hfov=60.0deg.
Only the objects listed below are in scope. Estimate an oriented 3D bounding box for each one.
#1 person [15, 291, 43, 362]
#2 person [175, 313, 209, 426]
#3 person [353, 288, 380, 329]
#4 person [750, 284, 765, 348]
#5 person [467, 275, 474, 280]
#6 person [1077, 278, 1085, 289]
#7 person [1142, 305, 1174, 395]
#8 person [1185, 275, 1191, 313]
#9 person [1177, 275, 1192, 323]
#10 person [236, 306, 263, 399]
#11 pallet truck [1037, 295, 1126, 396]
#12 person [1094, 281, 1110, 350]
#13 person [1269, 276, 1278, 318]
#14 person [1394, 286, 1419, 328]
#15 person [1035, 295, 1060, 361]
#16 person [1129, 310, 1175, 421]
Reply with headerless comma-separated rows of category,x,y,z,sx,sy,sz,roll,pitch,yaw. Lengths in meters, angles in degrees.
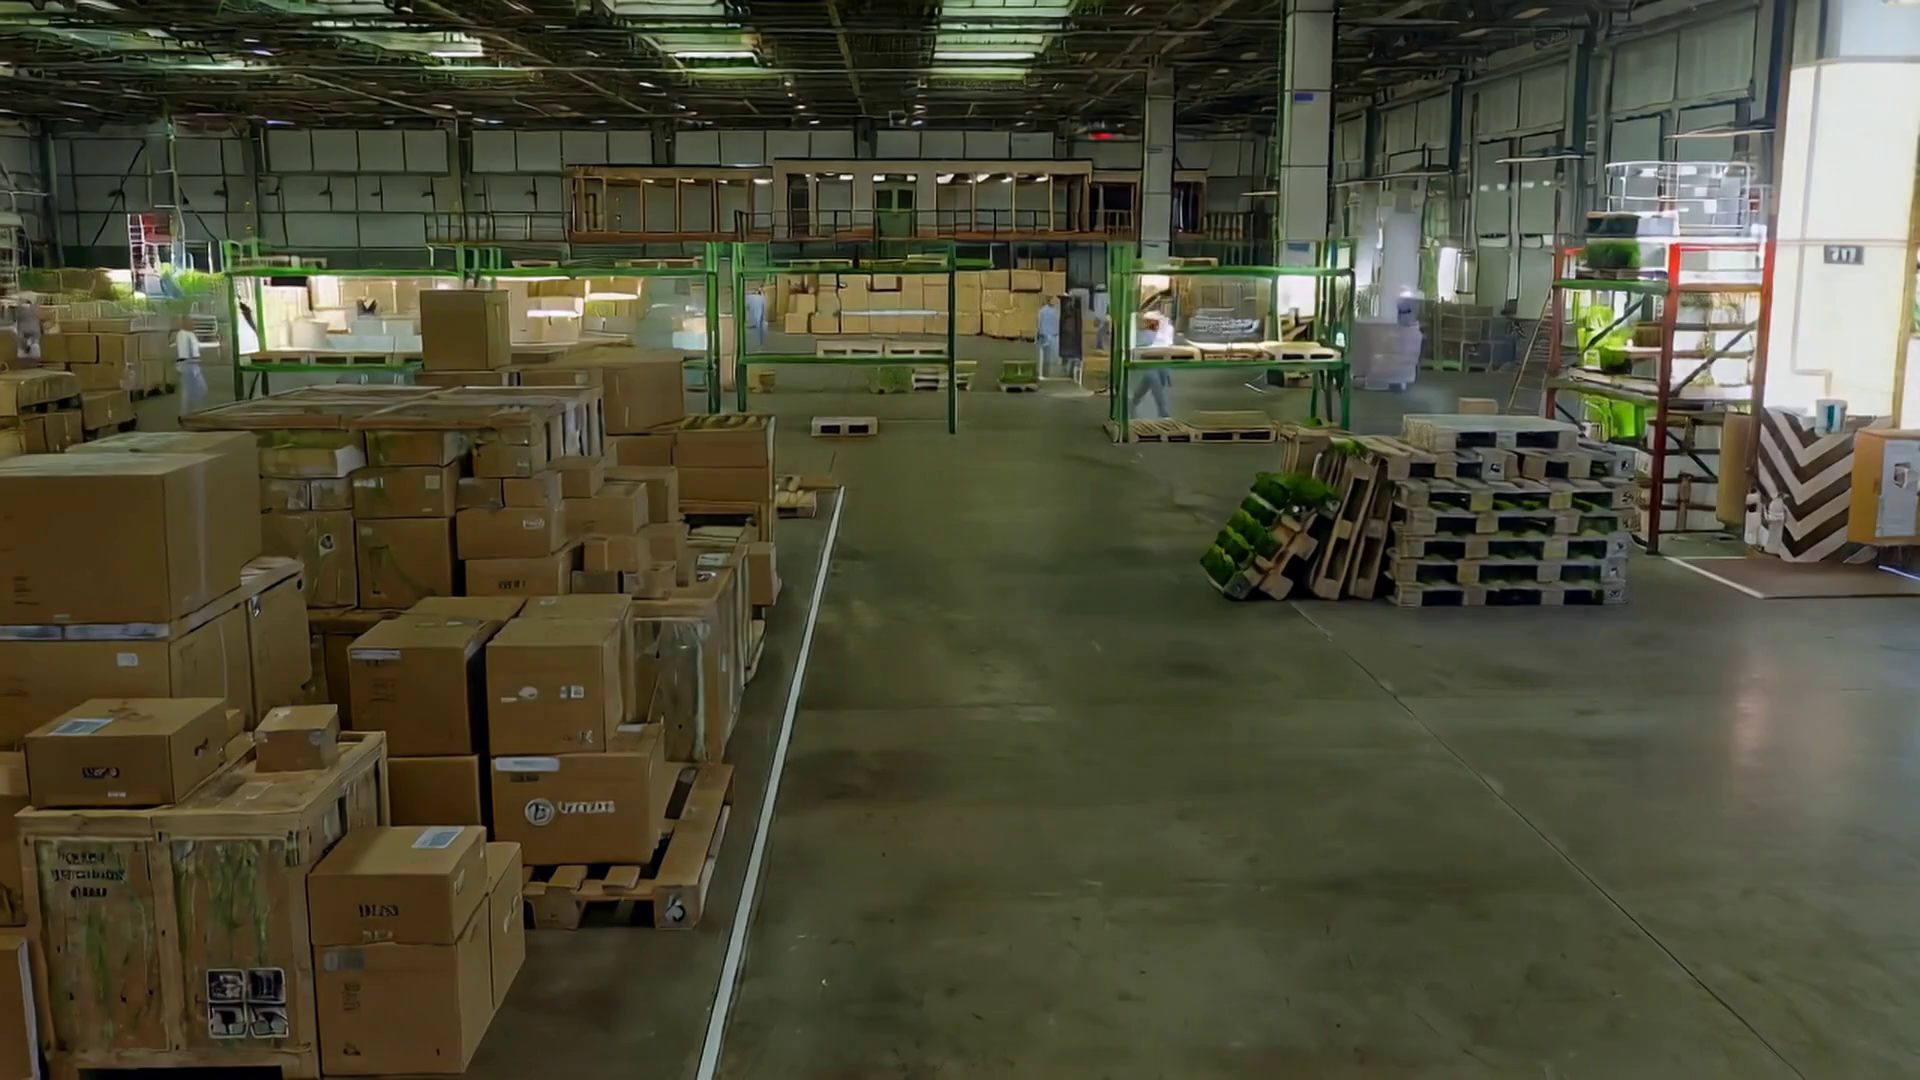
person,-21.705,-4.842,38.770,0.540,1.874,0.969,-3,11,-16
person,-12.688,-2.811,27.483,0.602,1.866,0.589,0,10,-1
person,-14.762,-5.321,41.436,0.653,1.868,0.954,-4,11,-20
person,-5.819,-6.415,47.604,0.530,1.849,0.701,-6,12,-30
person,-20.300,-10.189,68.756,0.537,1.832,0.685,-3,11,-15
person,4.647,-8.918,61.977,0.647,1.699,0.574,0,10,0
person,3.932,-3.774,33.122,0.643,1.785,0.939,3,11,14
person,9.702,-10.719,71.159,0.381,1.994,0.622,2,10,8
person,8.459,-9.117,62.749,0.588,1.829,0.925,4,11,19
person,-13.494,-3.530,31.648,0.529,1.821,1.000,-7,12,-32
pallet truck,2.483,-3.881,33.060,1.885,1.965,0.823,-7,13,-36
person,4.036,-6.318,46.854,0.634,1.913,0.563,-8,13,-38
person,11.186,-8.469,59.049,0.626,1.846,0.429,-9,14,-42
person,11.670,-5.660,43.317,0.620,1.868,1.013,9,14,41
person,1.954,-4.391,36.220,0.646,1.884,1.047,-8,13,-37
person,3.209,-2.959,28.340,0.936,1.899,0.603,2,10,11
